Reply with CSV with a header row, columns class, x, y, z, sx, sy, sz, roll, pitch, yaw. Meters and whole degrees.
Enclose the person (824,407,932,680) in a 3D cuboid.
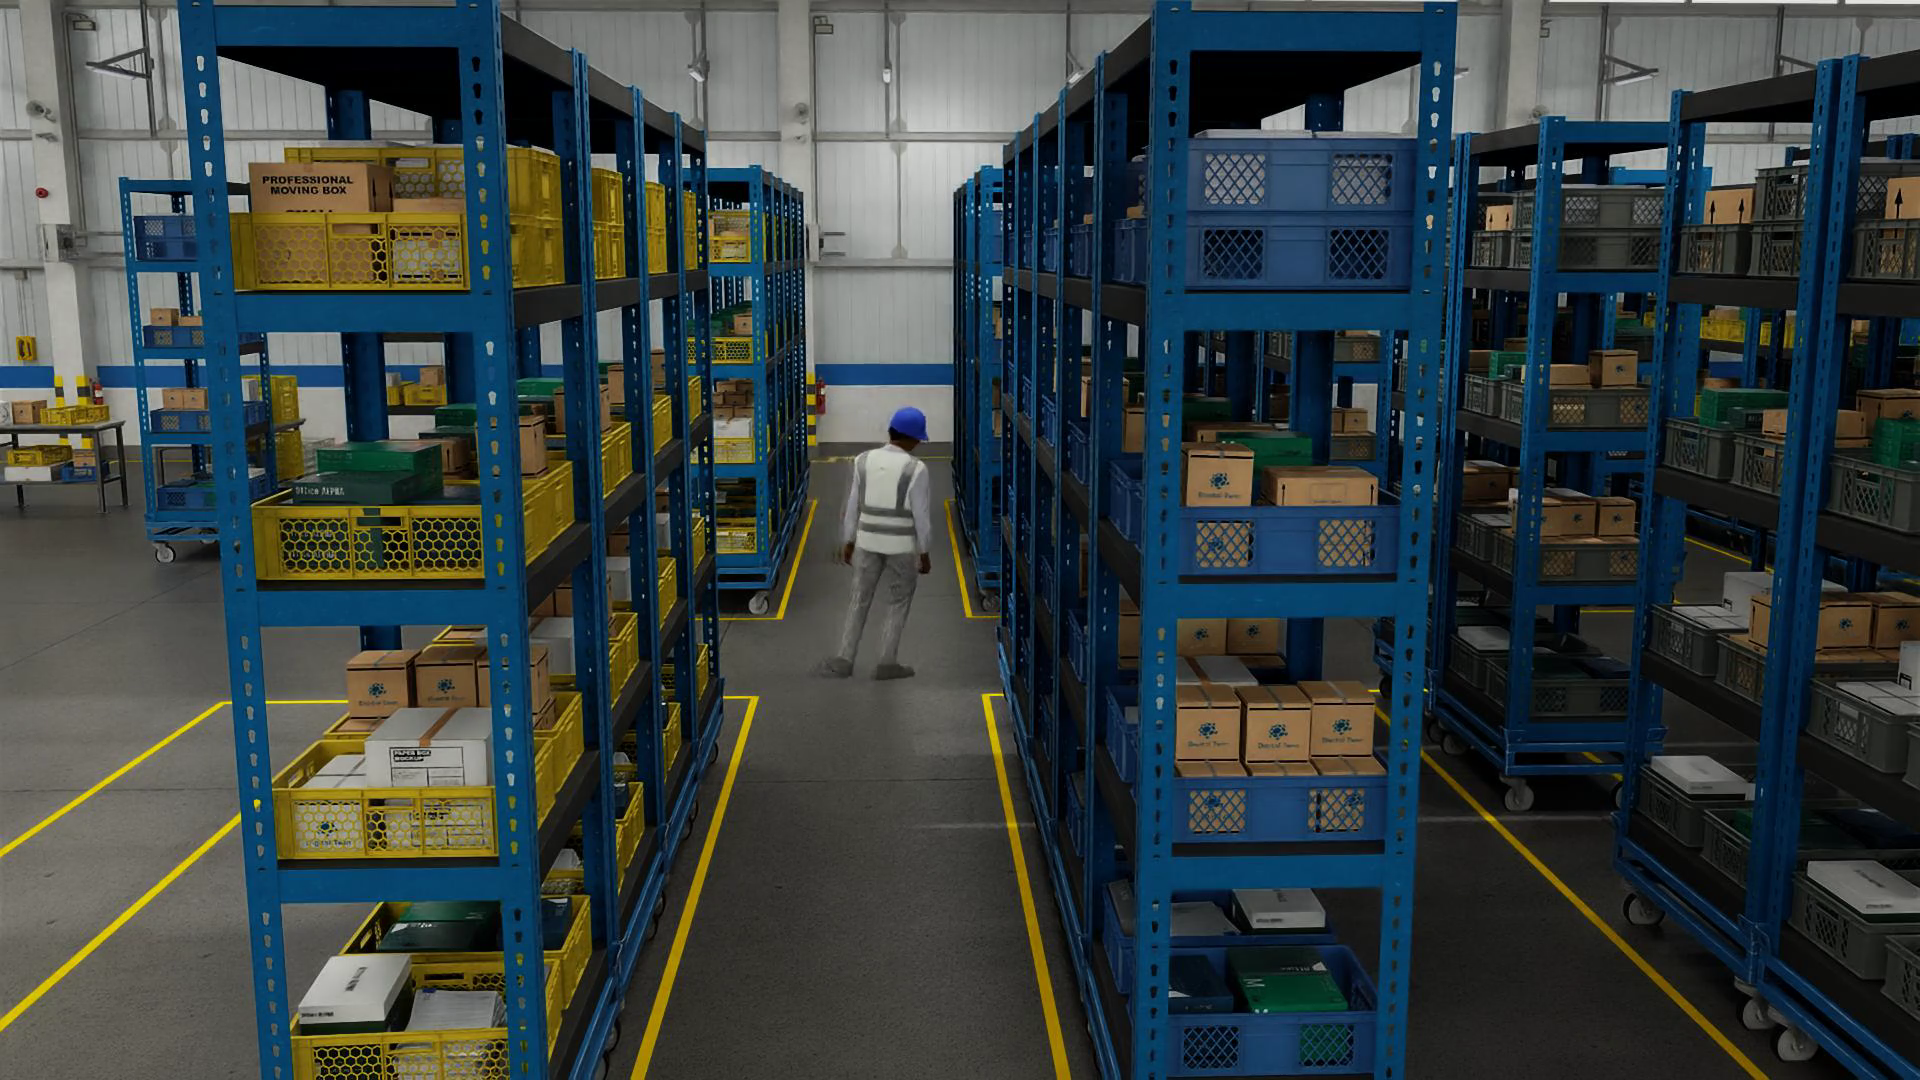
class,x,y,z,sx,sy,sz,roll,pitch,yaw
person,-0.564,0.024,11.474,0.819,1.892,0.406,5,11,25
